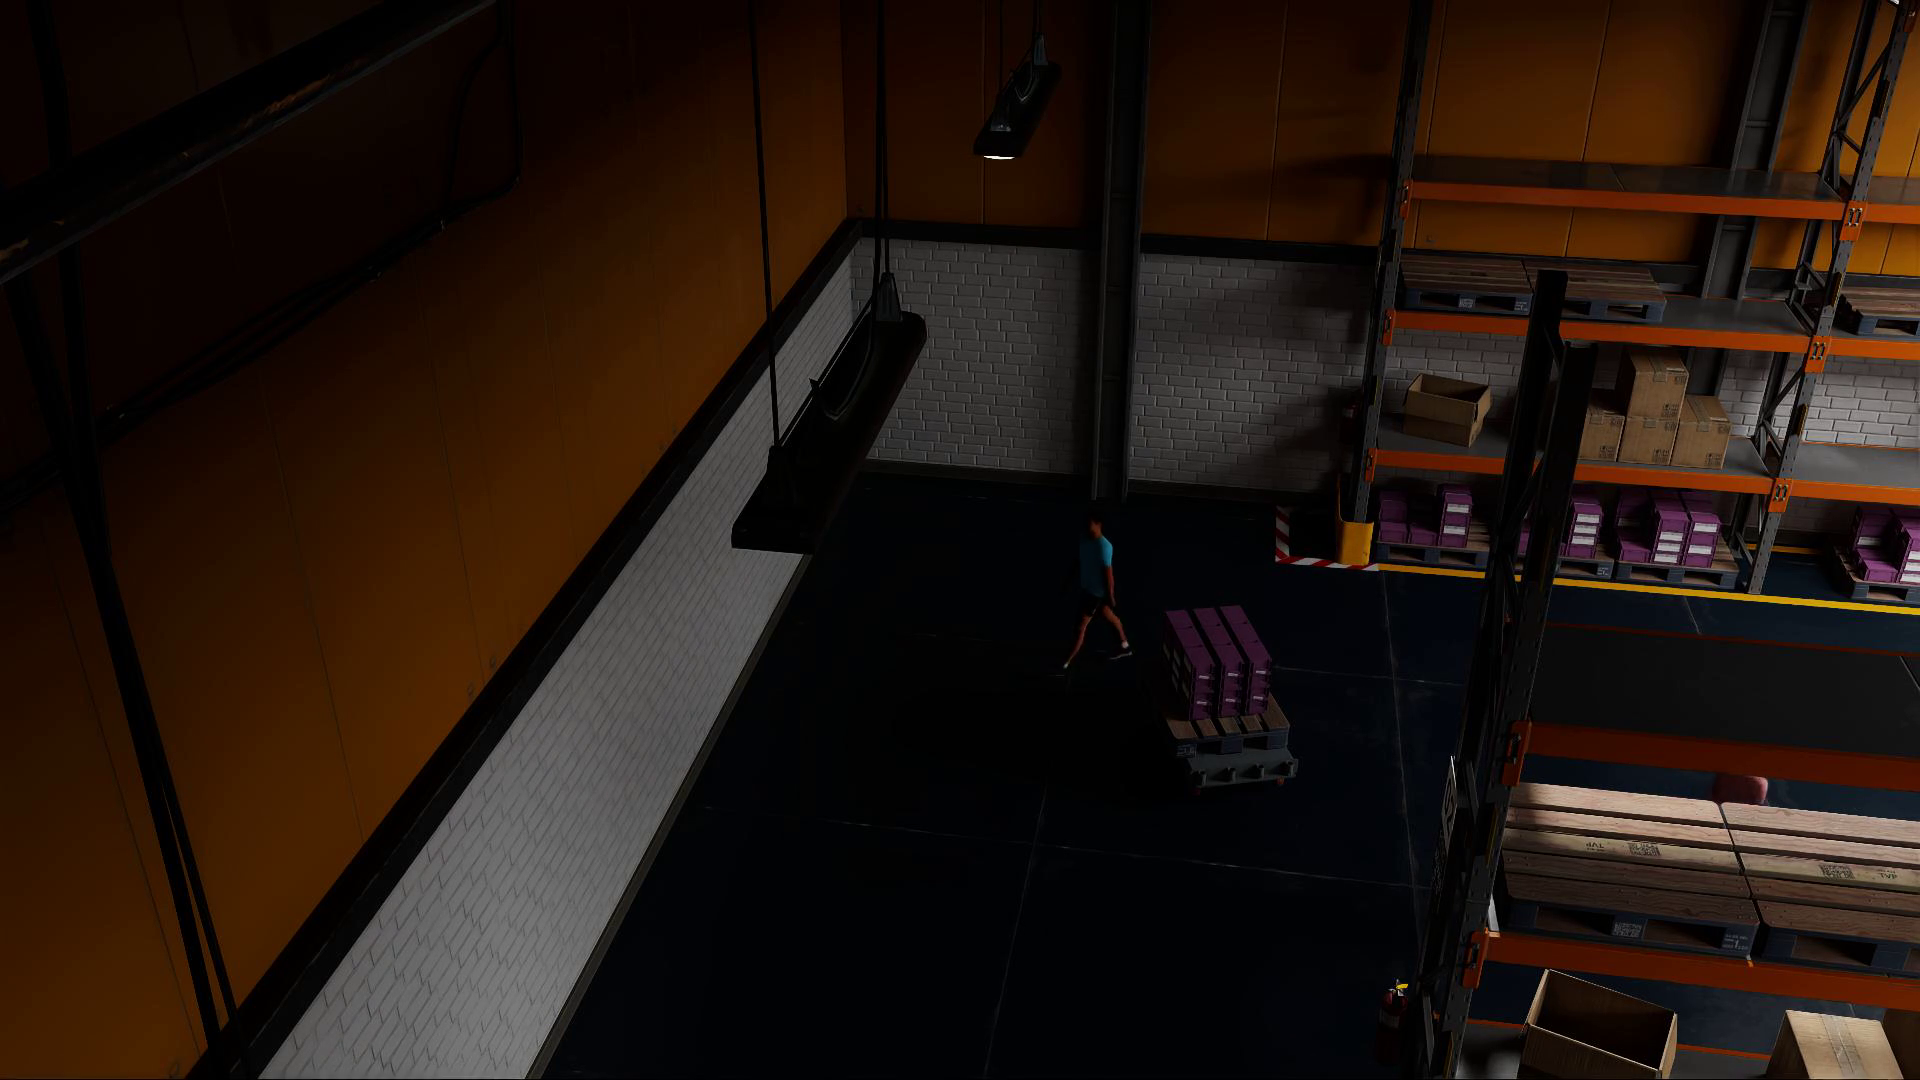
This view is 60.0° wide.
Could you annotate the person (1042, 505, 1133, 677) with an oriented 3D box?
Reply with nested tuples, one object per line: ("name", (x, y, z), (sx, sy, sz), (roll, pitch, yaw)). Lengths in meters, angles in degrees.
("person", (1.338, 0.459, 15.372), (1.277, 1.717, 1.010), (-9, 30, -15))
